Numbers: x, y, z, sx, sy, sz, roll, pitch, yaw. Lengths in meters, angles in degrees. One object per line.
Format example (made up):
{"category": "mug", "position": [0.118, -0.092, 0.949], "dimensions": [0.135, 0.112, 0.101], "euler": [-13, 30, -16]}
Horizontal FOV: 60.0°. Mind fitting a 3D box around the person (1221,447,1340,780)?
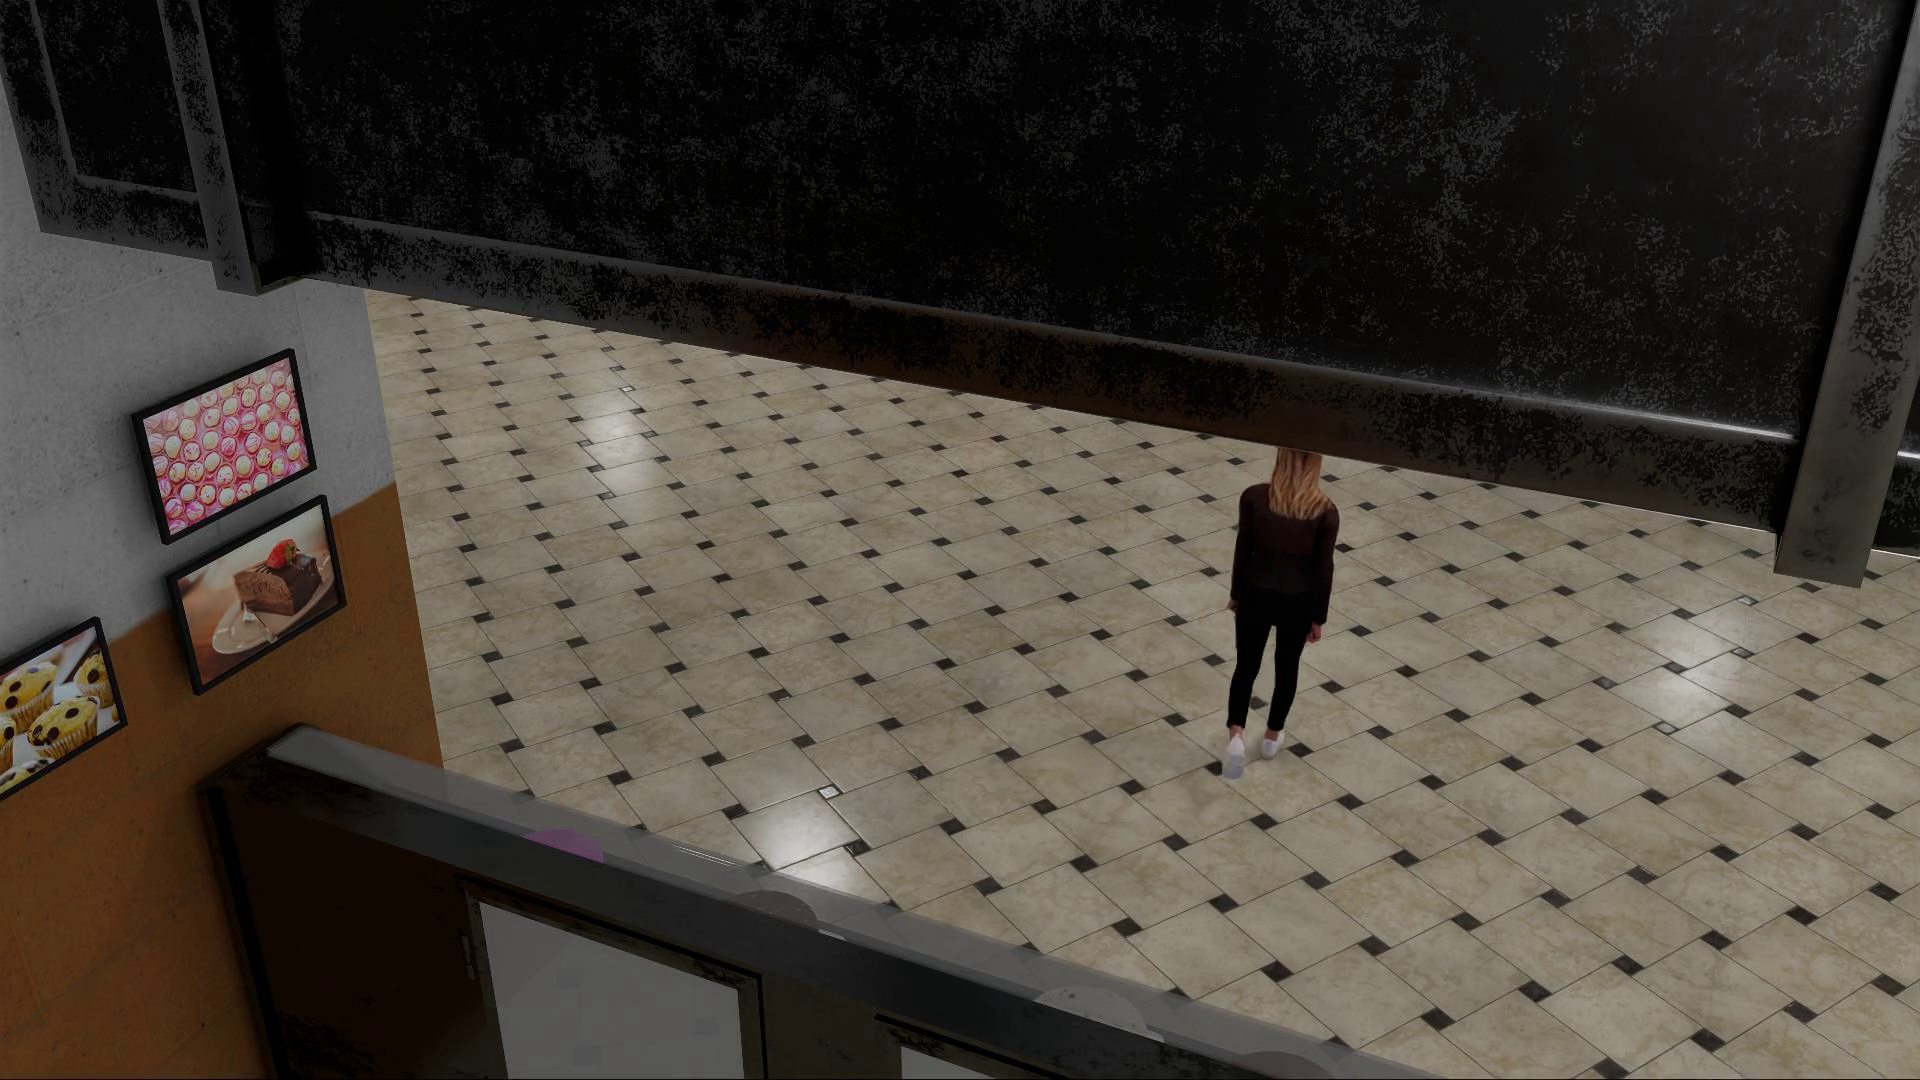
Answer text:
{"category": "person", "position": [1.385, 0.333, 7.402], "dimensions": [0.662, 1.683, 0.951], "euler": [9, 28, 18]}
